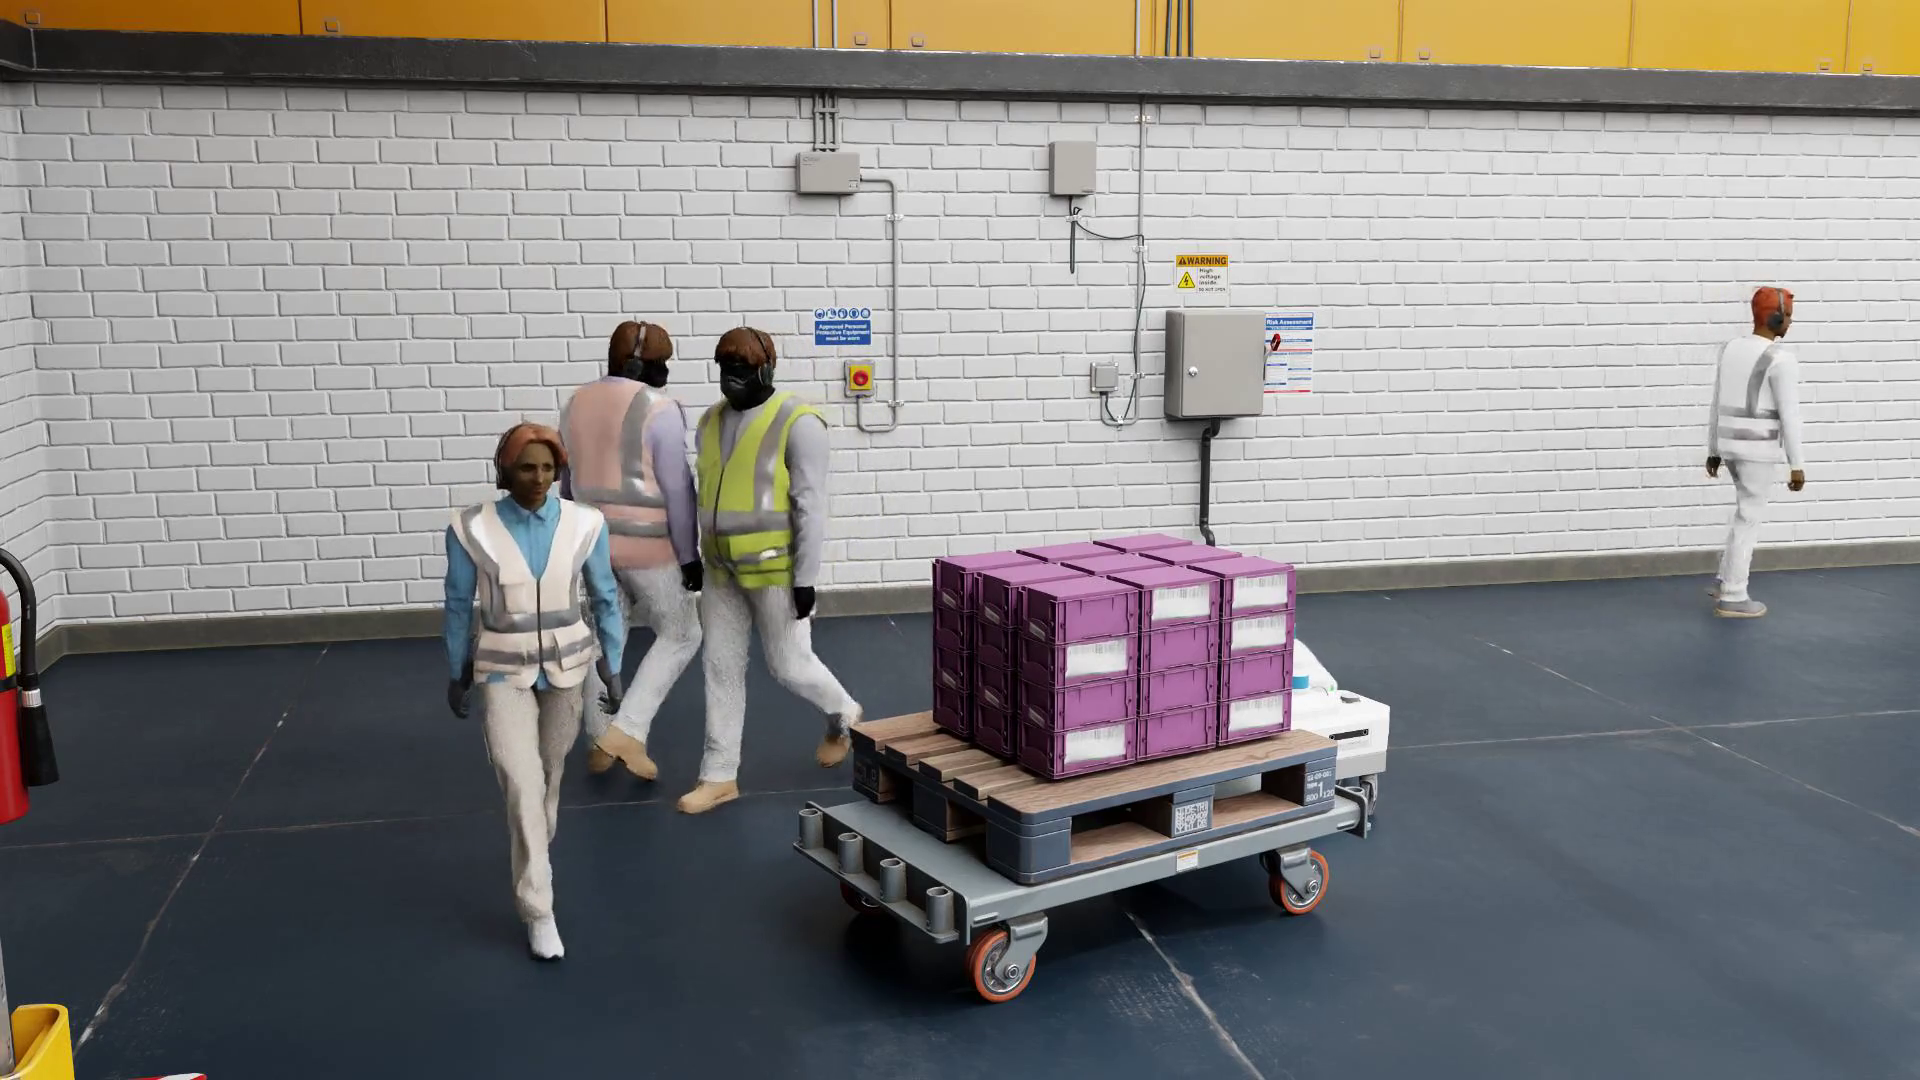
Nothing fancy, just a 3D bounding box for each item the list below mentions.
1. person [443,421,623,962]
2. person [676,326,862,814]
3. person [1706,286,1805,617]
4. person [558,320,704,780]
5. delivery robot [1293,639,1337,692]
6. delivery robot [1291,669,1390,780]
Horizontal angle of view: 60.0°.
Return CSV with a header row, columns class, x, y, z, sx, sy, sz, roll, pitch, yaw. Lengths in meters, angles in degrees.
class,x,y,z,sx,sy,sz,roll,pitch,yaw
person,-1.331,0.412,5.211,0.527,1.585,0.883,-5,12,-27
person,-0.719,0.096,6.326,0.641,1.824,0.782,8,13,36
person,4.504,-0.480,9.354,0.472,1.872,0.621,-2,10,-11
person,-1.304,0.052,6.550,0.696,1.820,0.456,7,12,33
delivery robot,1.318,0.581,6.868,0.477,0.478,0.707,0,10,-1
delivery robot,1.226,0.717,6.114,0.707,0.478,0.477,-5,11,-26
